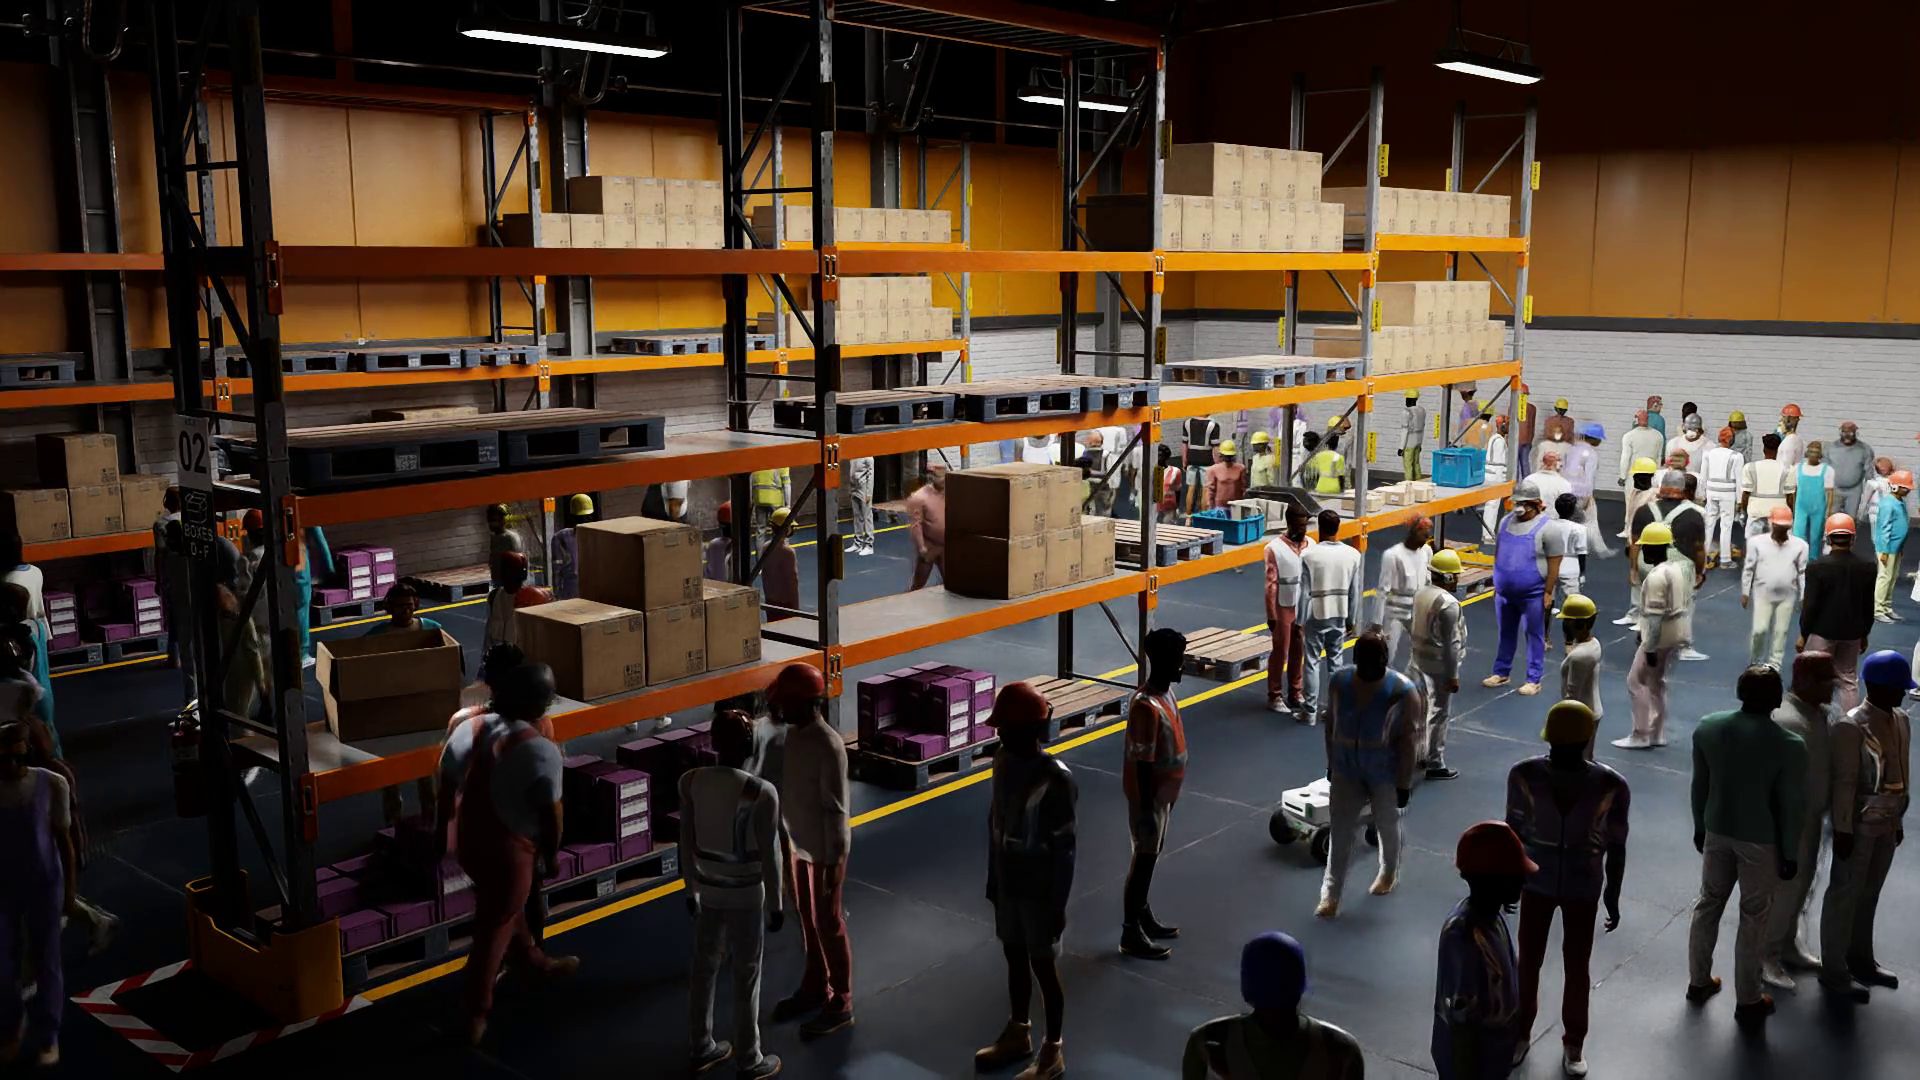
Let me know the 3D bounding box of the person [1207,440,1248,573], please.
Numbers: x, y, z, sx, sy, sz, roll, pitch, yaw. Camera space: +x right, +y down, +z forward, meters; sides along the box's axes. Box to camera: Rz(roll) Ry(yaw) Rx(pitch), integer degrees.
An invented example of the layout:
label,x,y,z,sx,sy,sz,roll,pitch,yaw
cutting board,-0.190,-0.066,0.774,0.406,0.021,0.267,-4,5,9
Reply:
label,x,y,z,sx,sy,sz,roll,pitch,yaw
person,3.497,-0.433,21.725,0.540,1.756,0.355,-1,10,-5

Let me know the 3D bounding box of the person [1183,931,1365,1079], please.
label,x,y,z,sx,sy,sz,roll,pitch,yaw
person,1.016,2.205,5.453,0.624,1.945,0.402,1,10,4

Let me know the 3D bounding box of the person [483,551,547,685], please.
label,x,y,z,sx,sy,sz,roll,pitch,yaw
person,-3.394,1.010,12.723,0.575,1.885,0.355,4,10,21

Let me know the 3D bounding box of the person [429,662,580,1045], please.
label,x,y,z,sx,sy,sz,roll,pitch,yaw
person,-2.404,1.578,8.862,0.725,2.000,0.862,6,11,33

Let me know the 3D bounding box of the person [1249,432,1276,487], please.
label,x,y,z,sx,sy,sz,roll,pitch,yaw
person,4.160,-0.586,22.717,0.334,1.734,0.668,-4,10,-22

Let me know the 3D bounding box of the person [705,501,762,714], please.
label,x,y,z,sx,sy,sz,roll,pitch,yaw
person,-2.045,0.608,14.961,0.361,1.939,0.543,-9,13,-42

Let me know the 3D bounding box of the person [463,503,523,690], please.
label,x,y,z,sx,sy,sz,roll,pitch,yaw
person,-4.287,0.515,15.871,0.500,1.829,0.891,7,12,38

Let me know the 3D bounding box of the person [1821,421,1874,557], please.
label,x,y,z,sx,sy,sz,roll,pitch,yaw
person,12.140,-0.680,22.794,0.668,1.892,0.473,5,11,26

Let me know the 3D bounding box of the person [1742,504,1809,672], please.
label,x,y,z,sx,sy,sz,roll,pitch,yaw
person,7.882,0.518,16.067,0.597,1.738,0.376,3,10,16

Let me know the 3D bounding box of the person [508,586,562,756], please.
label,x,y,z,sx,sy,sz,roll,pitch,yaw
person,-3.064,1.184,12.119,0.394,1.732,0.601,-5,11,-26

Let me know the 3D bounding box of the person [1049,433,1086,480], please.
label,x,y,z,sx,sy,sz,roll,pitch,yaw
person,1.461,-0.701,23.077,0.565,1.837,0.396,0,10,1

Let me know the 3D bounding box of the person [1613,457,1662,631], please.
label,x,y,z,sx,sy,sz,roll,pitch,yaw
person,7.524,0.044,18.358,0.383,1.928,0.588,-1,10,-6

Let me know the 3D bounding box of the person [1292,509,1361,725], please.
label,x,y,z,sx,sy,sz,roll,pitch,yaw
person,3.224,0.683,14.613,0.604,1.906,0.399,-3,10,-18

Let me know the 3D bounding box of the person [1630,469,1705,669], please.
label,x,y,z,sx,sy,sz,roll,pitch,yaw
person,7.147,0.245,16.819,0.690,2.000,1.012,8,12,39

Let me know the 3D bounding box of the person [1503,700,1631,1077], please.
label,x,y,z,sx,sy,sz,roll,pitch,yaw
person,3.015,1.726,8.329,0.589,1.924,0.383,4,10,24

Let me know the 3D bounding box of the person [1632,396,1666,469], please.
label,x,y,z,sx,sy,sz,roll,pitch,yaw
person,11.209,-1.389,26.994,0.402,1.904,0.638,-4,10,-20

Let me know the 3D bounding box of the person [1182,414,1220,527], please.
label,x,y,z,sx,sy,sz,roll,pitch,yaw
person,3.693,-1.188,25.424,0.612,2.031,0.403,5,11,29

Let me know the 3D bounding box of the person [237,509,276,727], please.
label,x,y,z,sx,sy,sz,roll,pitch,yaw
person,-6.077,0.679,14.573,0.385,1.929,0.543,6,11,34

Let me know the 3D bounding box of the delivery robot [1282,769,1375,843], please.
label,x,y,z,sx,sy,sz,roll,pitch,yaw
delivery robot,2.585,1.826,11.531,0.707,0.478,0.477,-5,11,-29

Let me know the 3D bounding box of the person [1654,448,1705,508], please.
label,x,y,z,sx,sy,sz,roll,pitch,yaw
person,8.716,-0.219,20.238,0.551,1.824,0.491,2,10,14

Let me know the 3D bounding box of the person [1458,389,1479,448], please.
label,x,y,z,sx,sy,sz,roll,pitch,yaw
person,8.669,-1.711,28.500,0.384,2.039,0.614,5,11,29

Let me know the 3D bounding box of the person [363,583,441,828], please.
label,x,y,z,sx,sy,sz,roll,pitch,yaw
person,-3.925,1.197,11.772,0.560,1.835,0.387,-7,12,-36

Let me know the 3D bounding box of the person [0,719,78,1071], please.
label,x,y,z,sx,sy,sz,roll,pitch,yaw
person,-4.696,1.780,8.325,0.504,1.821,0.403,-4,10,-22

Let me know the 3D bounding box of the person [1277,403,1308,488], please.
label,x,y,z,sx,sy,sz,roll,pitch,yaw
person,5.245,-1.271,26.363,0.351,1.880,0.576,-7,12,-37

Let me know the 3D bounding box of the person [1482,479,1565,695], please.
label,x,y,z,sx,sy,sz,roll,pitch,yaw
person,5.285,0.436,15.680,0.536,2.000,0.682,-7,12,-35

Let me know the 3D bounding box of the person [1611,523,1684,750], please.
label,x,y,z,sx,sy,sz,roll,pitch,yaw
person,5.763,0.801,13.869,0.461,1.916,0.608,8,12,38

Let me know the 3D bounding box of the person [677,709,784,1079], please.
label,x,y,z,sx,sy,sz,roll,pitch,yaw
person,-1.138,1.765,8.266,0.579,1.872,0.361,5,11,27

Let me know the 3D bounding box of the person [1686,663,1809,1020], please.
label,x,y,z,sx,sy,sz,roll,pitch,yaw
person,4.244,1.612,9.001,0.364,1.931,0.629,-7,12,-35

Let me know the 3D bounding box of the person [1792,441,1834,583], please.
label,x,y,z,sx,sy,sz,roll,pitch,yaw
person,10.801,-0.355,21.139,0.521,1.797,0.964,6,11,34

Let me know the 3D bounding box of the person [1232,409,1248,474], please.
label,x,y,z,sx,sy,sz,roll,pitch,yaw
person,5.347,-2.055,31.786,0.318,1.630,0.513,6,11,33

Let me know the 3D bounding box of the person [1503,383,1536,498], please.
label,x,y,z,sx,sy,sz,roll,pitch,yaw
person,9.599,-1.698,28.557,0.622,1.994,0.381,-5,11,-28

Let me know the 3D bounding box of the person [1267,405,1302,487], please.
label,x,y,z,sx,sy,sz,roll,pitch,yaw
person,5.635,-1.703,28.890,0.599,1.880,0.803,9,13,42

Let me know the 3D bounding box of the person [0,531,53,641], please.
label,x,y,z,sx,sy,sz,roll,pitch,yaw
person,-7.587,0.869,13.475,0.392,1.916,0.591,-2,10,-11

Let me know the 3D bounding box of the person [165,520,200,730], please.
label,x,y,z,sx,sy,sz,roll,pitch,yaw
person,-6.673,0.735,14.434,0.513,1.863,0.329,4,10,23

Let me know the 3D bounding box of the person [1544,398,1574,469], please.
label,x,y,z,sx,sy,sz,roll,pitch,yaw
person,10.184,-1.534,28.281,0.525,1.762,0.340,-1,10,-5

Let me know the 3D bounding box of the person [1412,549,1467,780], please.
label,x,y,z,sx,sy,sz,roll,pitch,yaw
person,3.773,0.977,13.118,0.404,1.824,0.585,-2,10,-9

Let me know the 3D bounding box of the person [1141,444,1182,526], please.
label,x,y,z,sx,sy,sz,roll,pitch,yaw
person,2.641,-0.421,21.814,0.536,1.699,0.322,1,10,8

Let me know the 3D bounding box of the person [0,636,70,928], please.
label,x,y,z,sx,sy,sz,roll,pitch,yaw
person,-5.729,1.490,10.027,0.637,1.840,0.430,-1,10,-4

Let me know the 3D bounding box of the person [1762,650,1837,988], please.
label,x,y,z,sx,sy,sz,roll,pitch,yaw
person,4.740,1.569,9.401,0.405,1.903,0.687,8,12,40

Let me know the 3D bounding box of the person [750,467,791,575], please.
label,x,y,z,sx,sy,sz,roll,pitch,yaw
person,-2.475,-0.498,21.597,0.595,1.924,0.376,2,10,12

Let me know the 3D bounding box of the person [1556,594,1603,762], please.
label,x,y,z,sx,sy,sz,roll,pitch,yaw
person,4.323,1.249,11.680,0.341,1.757,0.517,6,11,32

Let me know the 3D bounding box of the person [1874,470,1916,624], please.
label,x,y,z,sx,sy,sz,roll,pitch,yaw
person,10.524,0.073,18.751,0.350,1.739,0.574,9,13,43

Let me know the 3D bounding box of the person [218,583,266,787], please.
label,x,y,z,sx,sy,sz,roll,pitch,yaw
person,-5.649,1.115,12.937,0.522,1.603,0.477,3,10,18

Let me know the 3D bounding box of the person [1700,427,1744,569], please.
label,x,y,z,sx,sy,sz,roll,pitch,yaw
person,10.126,-0.562,22.109,0.340,1.882,0.586,-7,12,-37
